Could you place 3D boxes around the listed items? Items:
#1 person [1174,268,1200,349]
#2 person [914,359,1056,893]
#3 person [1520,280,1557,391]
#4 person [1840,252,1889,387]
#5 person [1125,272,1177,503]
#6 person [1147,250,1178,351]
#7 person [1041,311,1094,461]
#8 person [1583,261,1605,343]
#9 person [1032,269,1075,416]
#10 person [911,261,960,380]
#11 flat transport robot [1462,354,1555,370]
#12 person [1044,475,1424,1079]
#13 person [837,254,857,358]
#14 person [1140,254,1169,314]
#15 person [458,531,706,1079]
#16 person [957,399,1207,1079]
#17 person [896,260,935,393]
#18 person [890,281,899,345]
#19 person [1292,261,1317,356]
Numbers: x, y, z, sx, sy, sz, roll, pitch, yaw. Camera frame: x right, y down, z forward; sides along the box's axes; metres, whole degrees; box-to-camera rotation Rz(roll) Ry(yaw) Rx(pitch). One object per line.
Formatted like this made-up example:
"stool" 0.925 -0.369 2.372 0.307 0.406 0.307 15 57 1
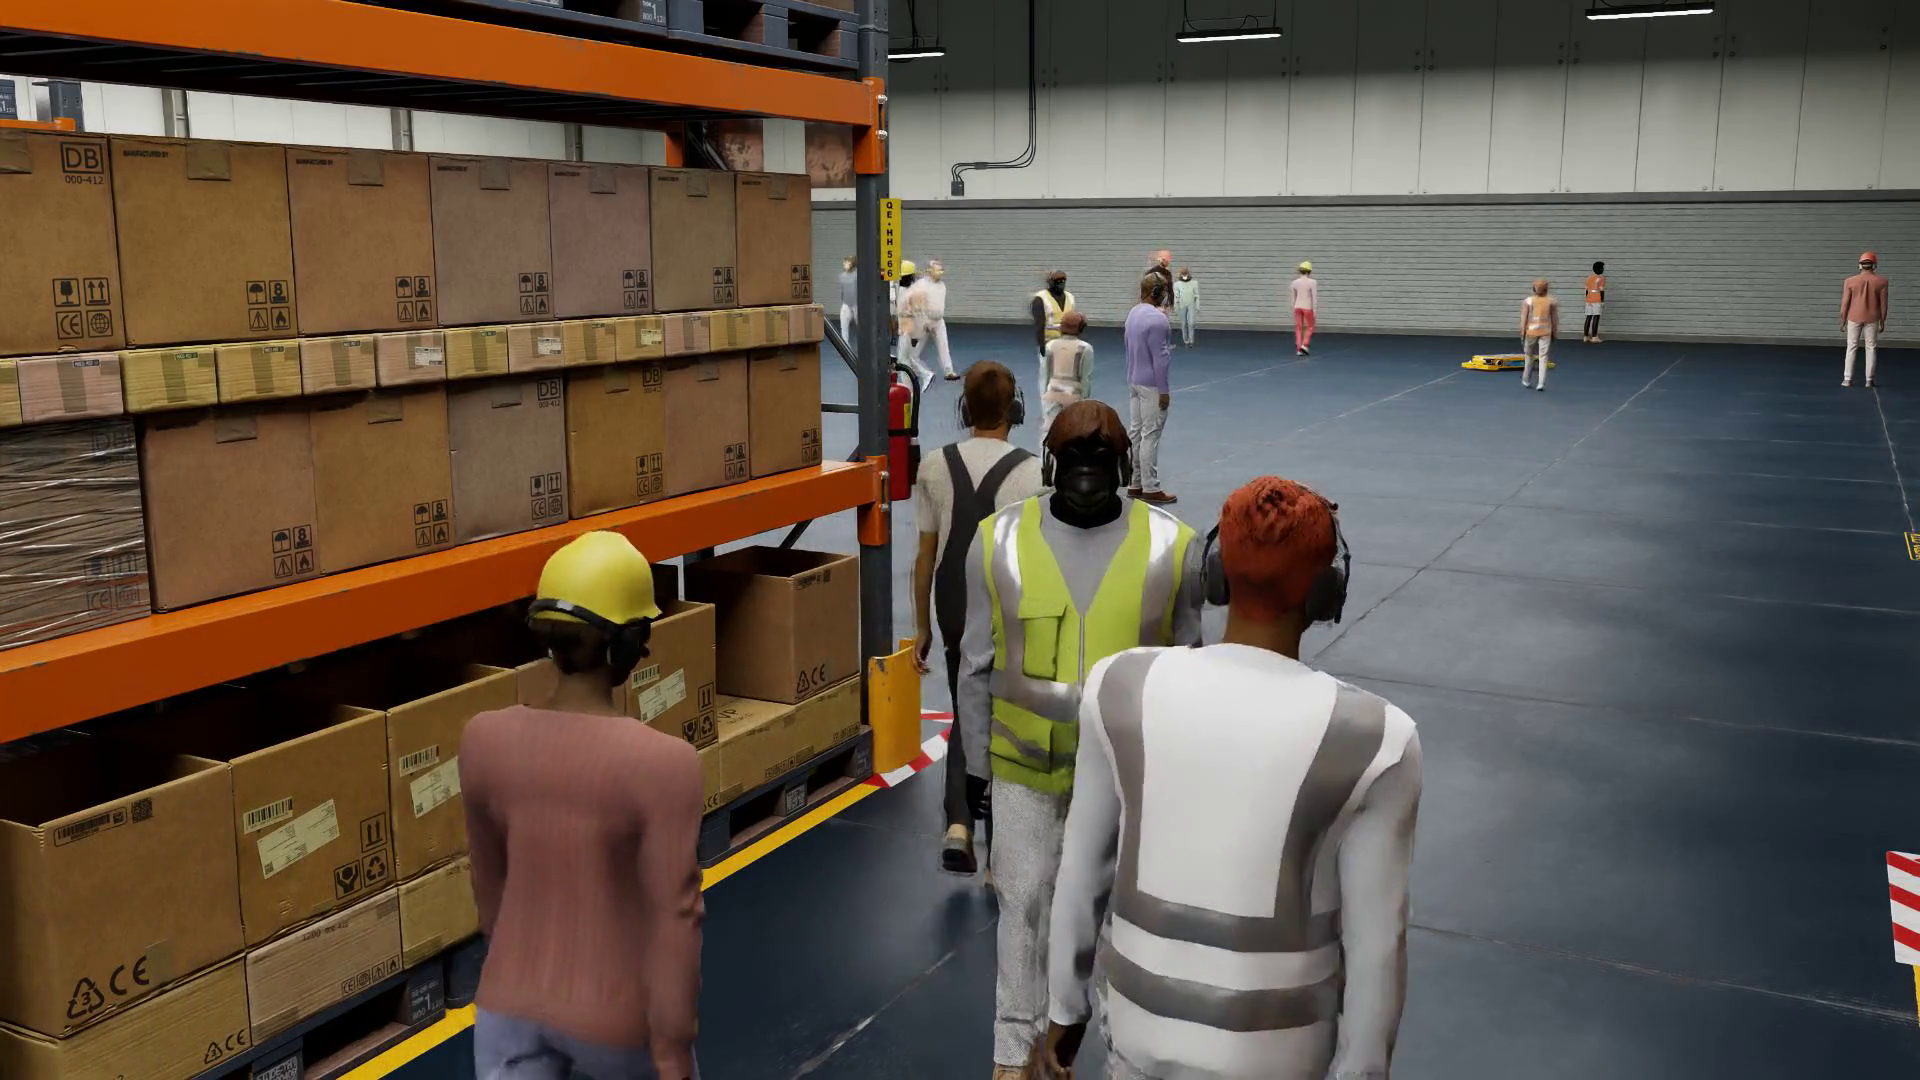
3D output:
"person" 4.466 -4.561 32.808 0.516 1.590 0.814 2 11 11
"person" 0.112 0.302 5.680 0.542 1.826 0.410 3 11 18
"person" 8.413 -2.981 24.204 0.538 1.592 0.881 1 10 8
"person" 13.428 -3.269 24.723 0.610 1.986 0.392 5 12 25
"person" 1.597 -1.278 14.001 0.373 1.937 0.630 -4 11 -20
"person" 3.870 -4.522 31.666 0.629 1.937 1.011 -9 14 -42
"person" 0.927 -1.203 14.522 0.525 1.586 0.889 6 12 30
"person" 13.296 -4.978 34.817 0.320 1.698 0.538 -3 11 -17
"person" 1.228 -2.382 20.348 0.639 1.823 0.684 -6 12 -29
"person" -0.448 -3.406 25.878 0.637 1.846 1.043 -9 13 -39
"flat transport robot" 9.199 -2.991 27.881 1.431 0.197 0.652 -5 11 -23
"person" 0.390 0.835 2.677 0.622 1.865 0.680 5 11 25
"person" -1.936 -4.334 30.783 0.627 1.901 0.946 6 12 29
"person" 3.956 -4.894 33.958 0.677 1.846 0.988 -1 10 -8
"person" -0.675 0.835 3.086 0.537 1.704 0.916 3 11 18
"person" 0.302 0.566 4.195 0.626 1.846 0.429 1 10 4
"person" -0.656 -2.895 22.909 0.587 1.901 0.619 -3 11 -18
"person" -1.515 -4.922 33.859 0.543 1.940 0.361 -5 11 -23
"person" 6.427 -4.305 30.981 0.552 1.750 0.365 9 14 41
